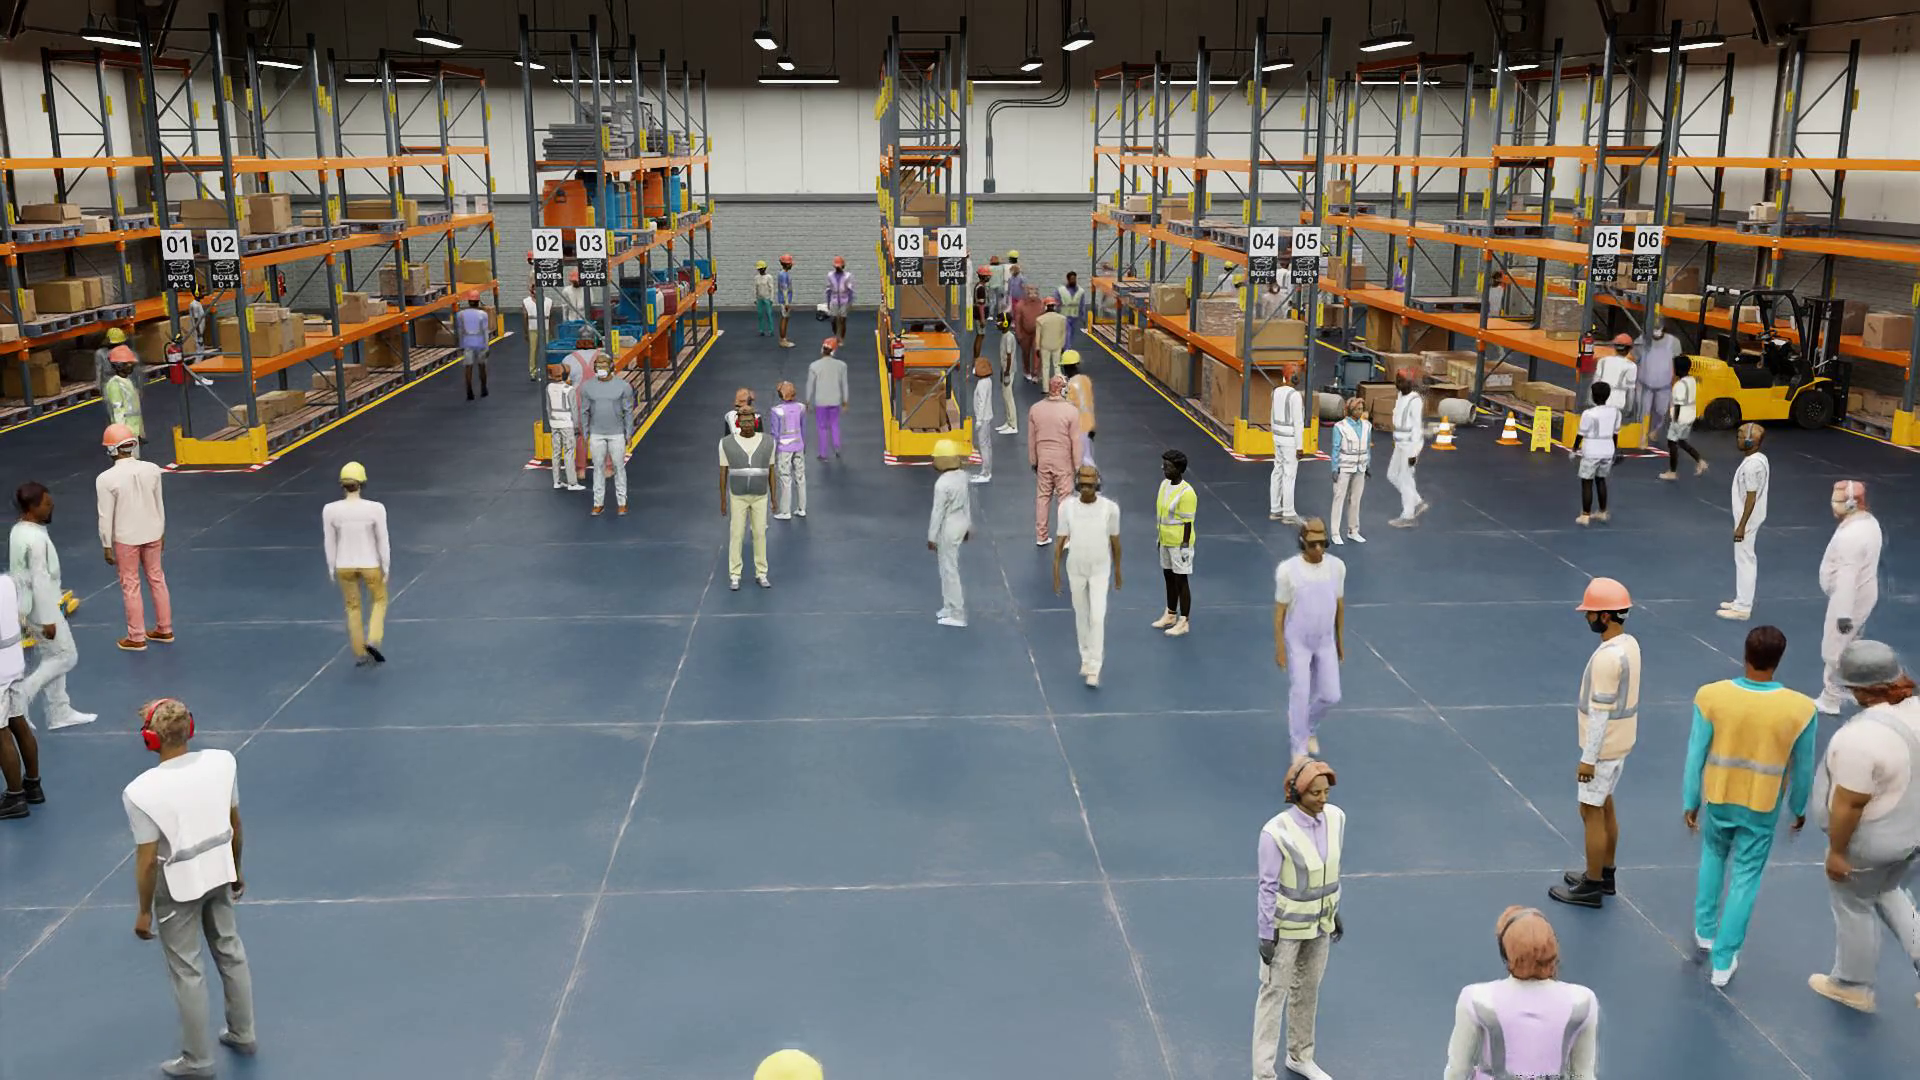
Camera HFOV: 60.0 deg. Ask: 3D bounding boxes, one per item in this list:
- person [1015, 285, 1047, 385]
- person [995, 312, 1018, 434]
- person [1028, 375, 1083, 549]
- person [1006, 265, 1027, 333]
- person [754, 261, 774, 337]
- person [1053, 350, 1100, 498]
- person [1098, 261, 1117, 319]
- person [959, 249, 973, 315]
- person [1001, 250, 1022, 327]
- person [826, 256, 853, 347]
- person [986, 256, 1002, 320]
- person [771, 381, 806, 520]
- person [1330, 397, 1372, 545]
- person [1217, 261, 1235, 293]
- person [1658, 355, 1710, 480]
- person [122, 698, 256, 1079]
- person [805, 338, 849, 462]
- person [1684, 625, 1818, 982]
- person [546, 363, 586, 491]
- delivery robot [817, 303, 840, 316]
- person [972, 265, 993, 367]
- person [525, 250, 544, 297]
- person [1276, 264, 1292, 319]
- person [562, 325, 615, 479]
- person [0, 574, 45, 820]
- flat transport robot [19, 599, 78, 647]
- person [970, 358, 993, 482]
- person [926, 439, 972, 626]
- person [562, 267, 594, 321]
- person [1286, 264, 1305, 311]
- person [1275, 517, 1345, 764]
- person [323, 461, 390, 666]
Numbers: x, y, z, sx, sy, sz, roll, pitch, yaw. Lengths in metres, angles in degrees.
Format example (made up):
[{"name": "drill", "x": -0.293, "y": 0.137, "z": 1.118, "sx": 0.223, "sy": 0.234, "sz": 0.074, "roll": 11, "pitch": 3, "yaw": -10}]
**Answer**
[{"name": "person", "x": 1.344, "y": -3.851, "z": 31.056, "sx": 0.645, "sy": 1.837, "sz": 1.023, "roll": -1, "pitch": 13, "yaw": -3}, {"name": "person", "x": 0.710, "y": -2.561, "z": 25.518, "sx": 0.325, "sy": 1.861, "sz": 0.505, "roll": -2, "pitch": 13, "yaw": -7}, {"name": "person", "x": 1.067, "y": -0.854, "z": 18.175, "sx": 0.651, "sy": 1.906, "sz": 0.403, "roll": 8, "pitch": 16, "yaw": 32}, {"name": "person", "x": 1.348, "y": -5.691, "z": 39.329, "sx": 0.564, "sy": 1.604, "sz": 0.316, "roll": 12, "pitch": 18, "yaw": 42}, {"name": "person", "x": -4.551, "y": -5.583, "z": 38.538, "sx": 0.533, "sy": 1.757, "sz": 0.341, "roll": 7, "pitch": 15, "yaw": 28}, {"name": "person", "x": 1.380, "y": -1.398, "z": 20.536, "sx": 0.897, "sy": 1.879, "sz": 0.594, "roll": 6, "pitch": 14, "yaw": 23}, {"name": "person", "x": 3.583, "y": -5.971, "z": 40.467, "sx": 0.603, "sy": 1.615, "sz": 0.535, "roll": -1, "pitch": 13, "yaw": -3}, {"name": "person", "x": 0.147, "y": -6.744, "z": 43.480, "sx": 0.349, "sy": 1.743, "sz": 0.563, "roll": 3, "pitch": 14, "yaw": 13}, {"name": "person", "x": 1.214, "y": -6.055, "z": 40.257, "sx": 0.595, "sy": 1.895, "sz": 0.886, "roll": 11, "pitch": 17, "yaw": 40}, {"name": "person", "x": -2.643, "y": -5.210, "z": 36.415, "sx": 0.600, "sy": 2.012, "sz": 0.503, "roll": 2, "pitch": 13, "yaw": 7}, {"name": "person", "x": 0.885, "y": -6.426, "z": 42.388, "sx": 0.505, "sy": 1.623, "sz": 0.286, "roll": -8, "pitch": 16, "yaw": -31}, {"name": "person", "x": -2.015, "y": -1.051, "z": 19.576, "sx": 0.512, "sy": 1.642, "sz": 0.311, "roll": -12, "pitch": 18, "yaw": -42}, {"name": "person", "x": 4.318, "y": -0.766, "z": 18.378, "sx": 0.523, "sy": 1.637, "sz": 0.306, "roll": -6, "pitch": 15, "yaw": -25}, {"name": "person", "x": 6.186, "y": -5.560, "z": 38.409, "sx": 0.523, "sy": 1.771, "sz": 0.309, "roll": 10, "pitch": 17, "yaw": 36}, {"name": "person", "x": 9.500, "y": -1.583, "z": 21.745, "sx": 0.549, "sy": 1.677, "sz": 0.522, "roll": -13, "pitch": 18, "yaw": -43}, {"name": "person", "x": -3.584, "y": 1.629, "z": 7.786, "sx": 0.373, "sy": 1.837, "sz": 0.571, "roll": 7, "pitch": 15, "yaw": 26}, {"name": "person", "x": -1.859, "y": -1.954, "z": 23.209, "sx": 0.588, "sy": 1.722, "sz": 0.381, "roll": -7, "pitch": 15, "yaw": -26}, {"name": "person", "x": 4.184, "y": 1.359, "z": 8.828, "sx": 0.590, "sy": 1.890, "sz": 0.766, "roll": 9, "pitch": 16, "yaw": 33}, {"name": "person", "x": -5.057, "y": -1.440, "z": 21.227, "sx": 0.521, "sy": 1.640, "sz": 0.307, "roll": 8, "pitch": 16, "yaw": 32}, {"name": "delivery robot", "x": -3.257, "y": -5.874, "z": 42.136, "sx": 0.707, "sy": 0.478, "sz": 0.477, "roll": 2, "pitch": 13, "yaw": 9}, {"name": "person", "x": 0.456, "y": -4.456, "z": 33.176, "sx": 0.407, "sy": 2.035, "sz": 0.605, "roll": -1, "pitch": 13, "yaw": -4}, {"name": "person", "x": -9.816, "y": -5.693, "z": 38.480, "sx": 0.378, "sy": 1.996, "sz": 0.611, "roll": -5, "pitch": 14, "yaw": -20}, {"name": "person", "x": 7.398, "y": -5.556, "z": 38.157, "sx": 0.358, "sy": 1.880, "sz": 0.575, "roll": -8, "pitch": 16, "yaw": -32}, {"name": "person", "x": -4.914, "y": -1.833, "z": 22.031, "sx": 0.681, "sy": 2.000, "sz": 0.538, "roll": -4, "pitch": 14, "yaw": -16}, {"name": "person", "x": -6.297, "y": 0.866, "z": 10.820, "sx": 0.367, "sy": 1.935, "sz": 0.552, "roll": -1, "pitch": 13, "yaw": -3}, {"name": "flat transport robot", "x": -8.570, "y": 0.702, "z": 15.084, "sx": 0.652, "sy": 0.197, "sz": 1.431, "roll": -3, "pitch": 14, "yaw": -12}, {"name": "person", "x": 0.289, "y": -1.573, "z": 21.795, "sx": 0.279, "sy": 1.636, "sz": 0.500, "roll": 2, "pitch": 13, "yaw": 9}, {"name": "person", "x": -0.149, "y": -0.074, "z": 15.248, "sx": 0.527, "sy": 1.725, "sz": 0.503, "roll": 7, "pitch": 15, "yaw": 29}, {"name": "person", "x": -7.450, "y": -4.299, "z": 32.488, "sx": 0.617, "sy": 2.042, "sz": 0.402, "roll": 0, "pitch": 13, "yaw": 0}, {"name": "person", "x": 9.048, "y": -7.105, "z": 44.653, "sx": 0.652, "sy": 1.906, "sz": 0.402, "roll": 10, "pitch": 17, "yaw": 36}, {"name": "person", "x": 2.459, "y": 0.732, "z": 11.624, "sx": 0.538, "sy": 1.824, "sz": 0.412, "roll": -3, "pitch": 14, "yaw": -12}, {"name": "person", "x": -5.057, "y": 0.214, "z": 13.984, "sx": 0.526, "sy": 1.757, "sz": 0.404, "roll": -2, "pitch": 13, "yaw": -9}]
